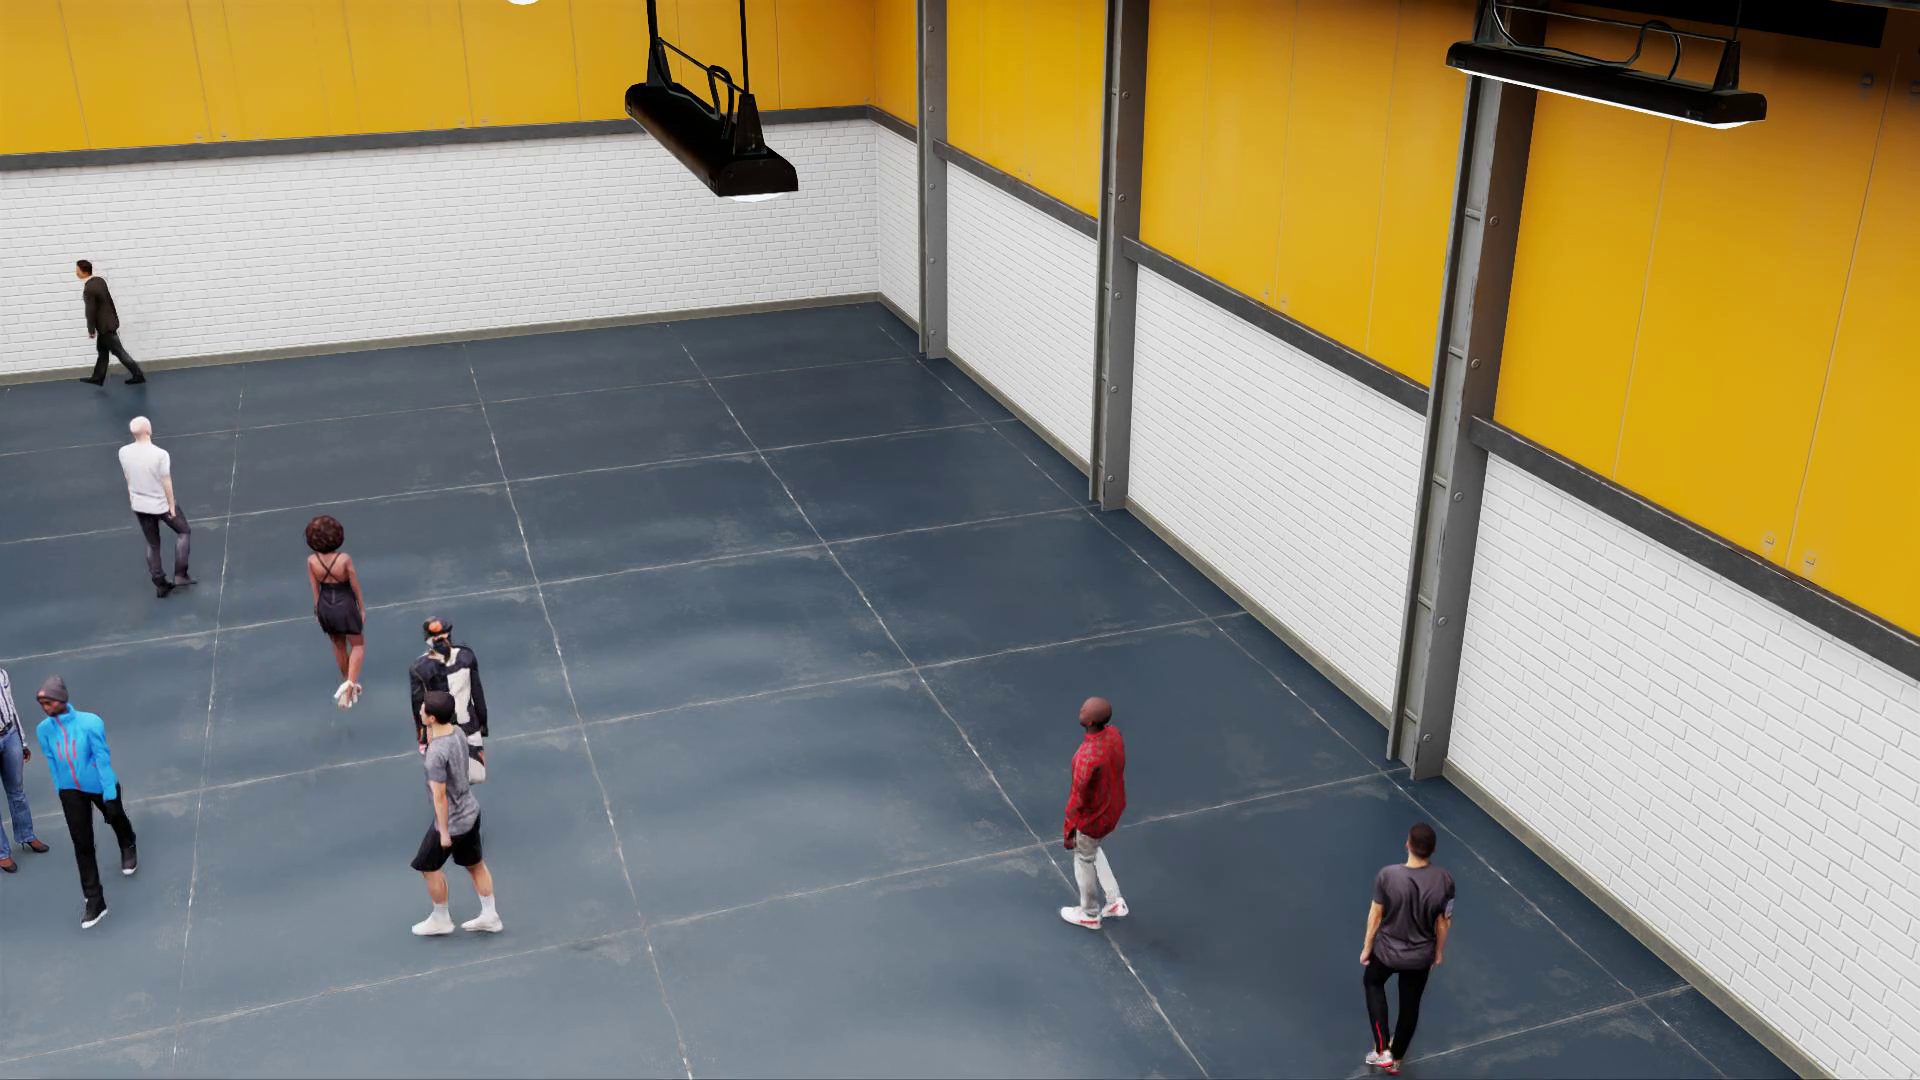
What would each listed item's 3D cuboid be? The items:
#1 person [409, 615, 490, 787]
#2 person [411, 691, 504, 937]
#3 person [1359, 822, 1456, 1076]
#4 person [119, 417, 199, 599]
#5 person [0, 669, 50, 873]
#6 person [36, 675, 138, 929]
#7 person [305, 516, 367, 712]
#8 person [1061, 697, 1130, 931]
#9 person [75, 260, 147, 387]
[{"bbox_3d":[-3.776,1.383,12.294,0.833,1.874,1.032,-15,28,-31],"label":"person"},{"bbox_3d":[-3.311,1.875,11.200,0.937,1.849,0.924,3,24,7],"label":"person"},{"bbox_3d":[2.647,2.499,9.888,0.788,1.756,0.814,2,24,4],"label":"person"},{"bbox_3d":[-7.898,-0.291,16.192,0.770,1.819,0.785,1,24,3],"label":"person"},{"bbox_3d":[-7.001,1.536,12.043,0.746,1.795,0.683,10,26,22],"label":"person"},{"bbox_3d":[-6.082,1.719,11.696,0.709,1.737,1.230,-5,24,-12],"label":"person"},{"bbox_3d":[-5.262,0.670,14.053,0.731,1.771,0.985,-2,24,-4],"label":"person"},{"bbox_3d":[0.983,1.875,11.244,0.923,1.813,0.871,16,28,33],"label":"person"},{"bbox_3d":[-11.307,-2.884,22.203,0.842,1.756,1.003,-2,24,-5],"label":"person"}]
